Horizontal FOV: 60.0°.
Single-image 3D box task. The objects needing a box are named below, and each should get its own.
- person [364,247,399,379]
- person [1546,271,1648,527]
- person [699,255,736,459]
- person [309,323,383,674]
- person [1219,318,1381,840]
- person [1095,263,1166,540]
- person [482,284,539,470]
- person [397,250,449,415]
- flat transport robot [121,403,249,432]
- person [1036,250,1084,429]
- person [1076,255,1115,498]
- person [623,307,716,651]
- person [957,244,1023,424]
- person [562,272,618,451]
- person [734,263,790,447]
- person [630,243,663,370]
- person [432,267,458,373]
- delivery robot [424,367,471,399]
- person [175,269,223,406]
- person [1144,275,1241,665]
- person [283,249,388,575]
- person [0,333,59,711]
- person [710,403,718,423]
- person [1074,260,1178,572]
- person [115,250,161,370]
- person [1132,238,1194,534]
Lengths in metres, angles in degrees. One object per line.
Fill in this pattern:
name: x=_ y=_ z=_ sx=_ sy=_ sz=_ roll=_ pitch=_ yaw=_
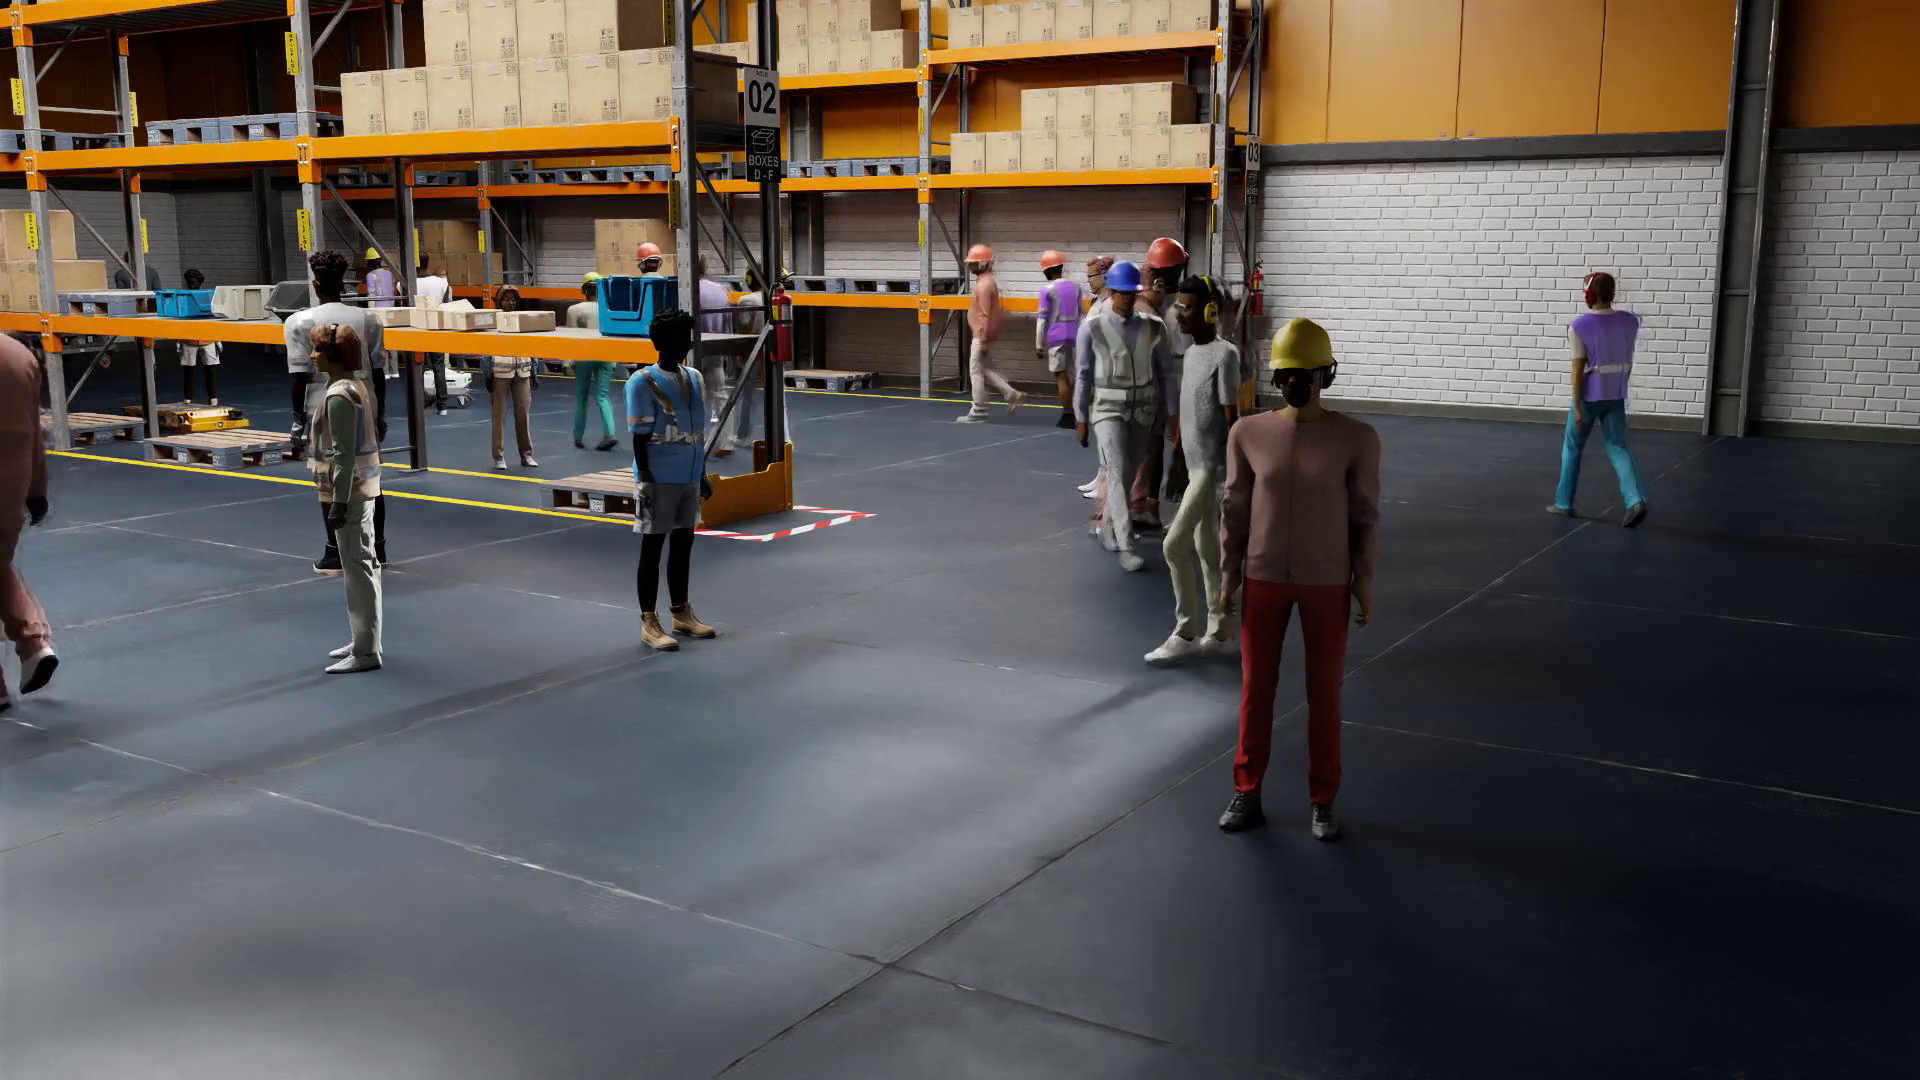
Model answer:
person: x=-8.460 y=-3.296 z=24.246 sx=0.401 sy=1.919 sz=0.588 roll=2 pitch=11 yaw=13
person: x=4.582 y=-1.004 z=11.856 sx=0.561 sy=1.812 sz=0.934 roll=-2 pitch=10 yaw=-11
person: x=-2.431 y=-1.687 z=15.387 sx=0.793 sy=1.902 sz=0.679 roll=8 pitch=13 yaw=37
person: x=-2.882 y=-0.198 z=7.837 sx=0.309 sy=1.641 sz=0.515 roll=-3 pitch=11 yaw=-15
person: x=1.133 y=0.141 z=5.610 sx=0.530 sy=1.767 sz=0.328 roll=4 pitch=11 yaw=19
person: x=1.199 y=-0.955 z=11.406 sx=0.677 sy=1.867 sz=0.732 roll=-2 pitch=10 yaw=-13
person: x=-3.990 y=-1.443 z=14.760 sx=0.519 sy=1.634 sz=0.311 roll=-9 pitch=13 yaw=-40
person: x=-6.183 y=-2.386 z=19.234 sx=0.582 sy=1.911 sz=0.391 roll=-4 pitch=11 yaw=-21
flat transport robot: x=-8.365 y=-1.330 z=17.899 sx=1.431 sy=0.197 sz=0.652 roll=7 pitch=13 yaw=35
person: x=1.053 y=-2.148 z=17.890 sx=0.583 sy=1.909 sz=0.572 roll=-7 pitch=12 yaw=-35
person: x=1.119 y=-1.279 z=13.110 sx=0.406 sy=1.903 sz=0.637 roll=0 pitch=10 yaw=0
person: x=-1.439 y=-0.308 z=8.302 sx=0.319 sy=1.693 sz=0.532 roll=6 pitch=12 yaw=30
person: x=0.321 y=-2.260 z=18.330 sx=0.635 sy=1.974 sz=0.625 roll=1 pitch=10 yaw=6
person: x=-3.553 y=-1.731 z=16.111 sx=0.578 sy=1.716 sz=0.753 roll=-6 pitch=12 yaw=-29
person: x=-1.913 y=-1.759 z=16.010 sx=0.551 sy=1.816 sz=0.994 roll=-8 pitch=13 yaw=-39
person: x=-3.079 y=-1.967 z=16.657 sx=0.614 sy=1.993 sz=0.395 roll=-10 pitch=14 yaw=-43
person: x=-7.787 y=-3.285 z=24.997 sx=0.283 sy=1.626 sz=0.503 roll=5 pitch=11 yaw=24
delivery robot: x=-6.255 y=-1.898 z=20.007 sx=0.707 sy=0.478 sz=0.477 roll=-1 pitch=10 yaw=-6
person: x=-8.821 y=-2.284 z=19.254 sx=0.531 sy=1.692 sz=0.322 roll=-5 pitch=11 yaw=-25
person: x=1.064 y=-0.322 z=7.923 sx=0.643 sy=1.852 sz=0.554 roll=-2 pitch=10 yaw=-11
person: x=-3.766 y=-0.767 z=10.087 sx=0.608 sy=1.966 sz=0.372 roll=-9 pitch=13 yaw=-40
person: x=-4.237 y=-0.196 z=7.116 sx=0.420 sy=1.890 sz=0.663 roll=3 pitch=11 yaw=17
person: x=-2.881 y=-2.113 z=18.494 sx=0.511 sy=1.623 sz=0.283 roll=2 pitch=10 yaw=10
person: x=1.028 y=-0.801 z=10.476 sx=0.616 sy=1.906 sz=0.990 roll=-3 pitch=11 yaw=-18
person: x=-12.849 y=-3.603 z=26.068 sx=1.045 sy=1.869 sz=0.651 roll=10 pitch=14 yaw=44
person: x=1.425 y=-1.050 z=11.466 sx=0.609 sy=2.035 sz=0.403 roll=9 pitch=14 yaw=42
